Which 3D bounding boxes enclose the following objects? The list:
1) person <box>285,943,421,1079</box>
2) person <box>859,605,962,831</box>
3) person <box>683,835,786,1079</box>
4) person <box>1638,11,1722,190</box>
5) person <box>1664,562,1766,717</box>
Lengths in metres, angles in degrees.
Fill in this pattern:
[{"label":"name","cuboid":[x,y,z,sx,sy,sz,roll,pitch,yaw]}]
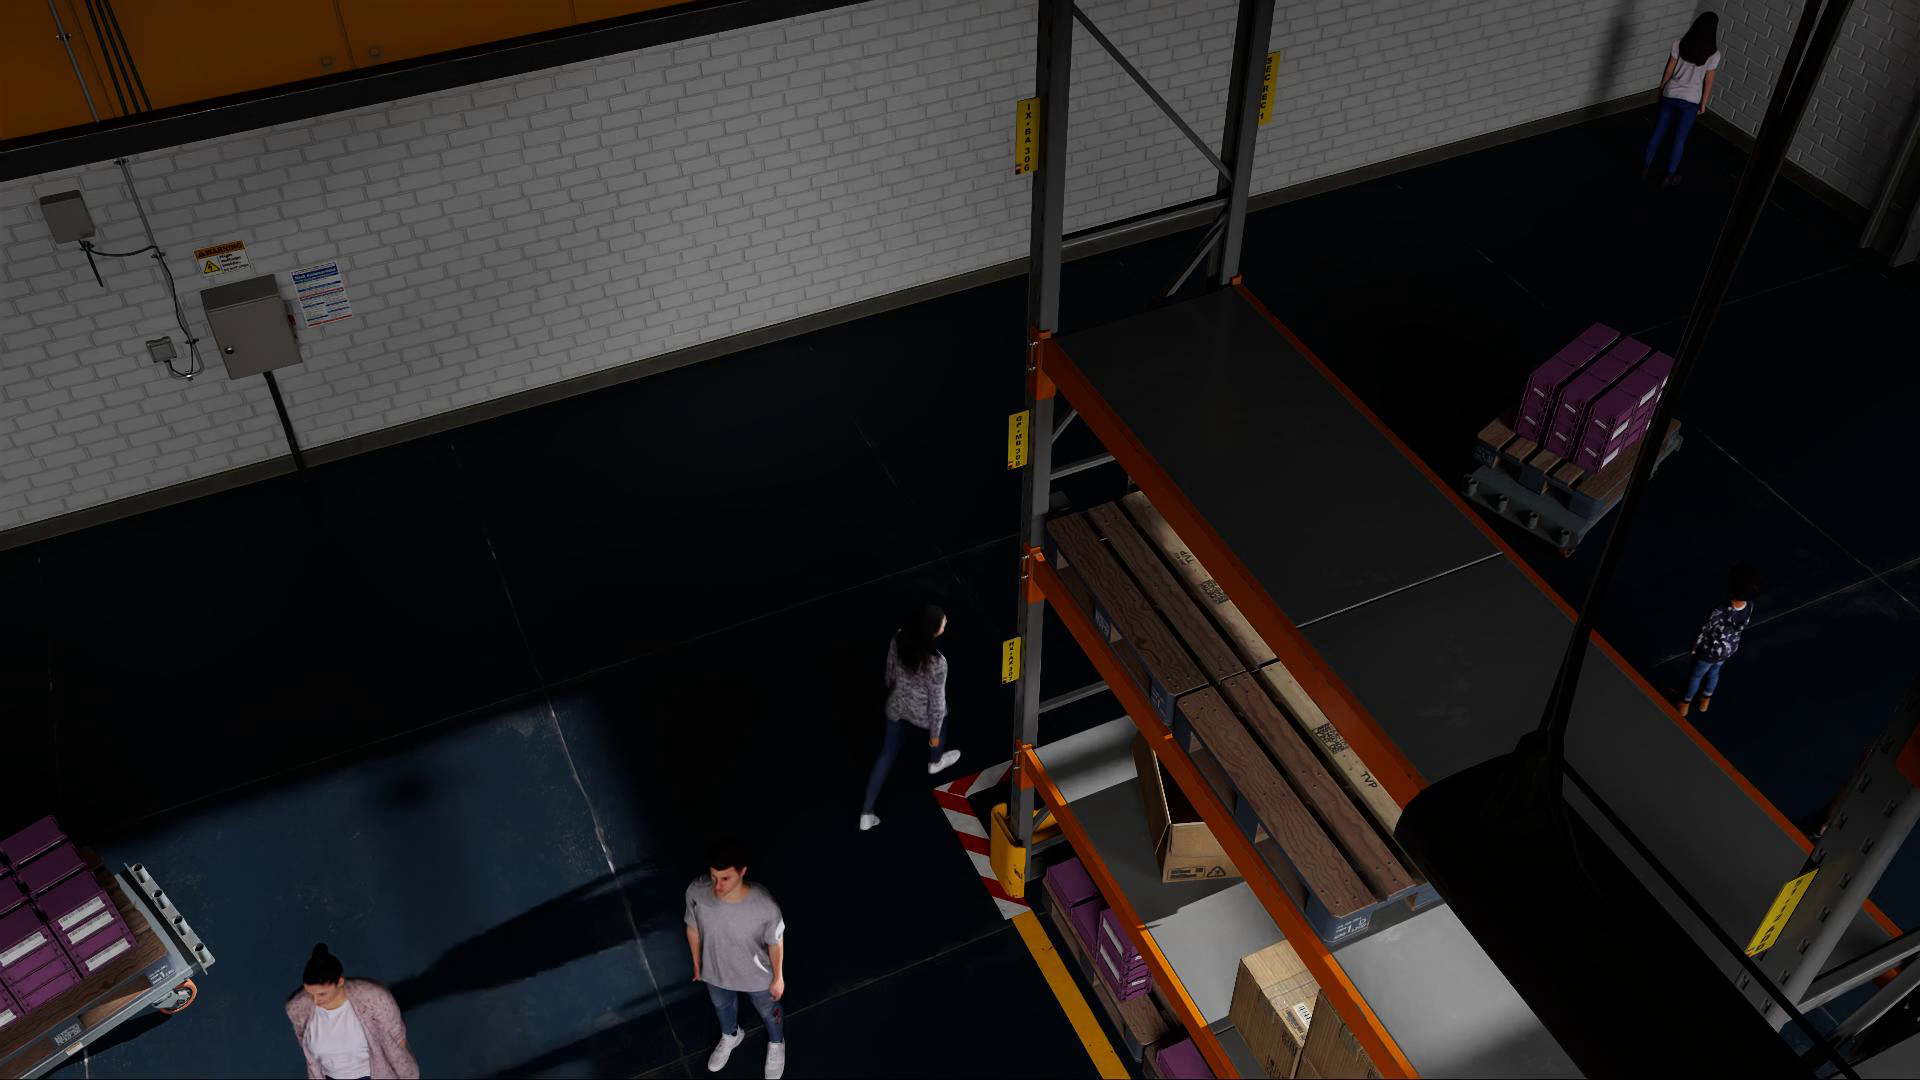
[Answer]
[{"label":"person","cuboid":[-2.972,2.548,8.265,0.775,1.744,0.766,-1,44,-1]},{"label":"person","cuboid":[-0.326,1.066,9.864,1.220,1.685,1.080,28,50,26]},{"label":"person","cuboid":[-1.137,2.158,8.569,0.757,1.890,0.782,9,44,9]},{"label":"person","cuboid":[6.581,-4.013,15.195,0.605,1.684,0.739,31,51,28]},{"label":"person","cuboid":[4.835,0.644,10.623,0.499,1.248,0.502,-14,45,-14]}]
